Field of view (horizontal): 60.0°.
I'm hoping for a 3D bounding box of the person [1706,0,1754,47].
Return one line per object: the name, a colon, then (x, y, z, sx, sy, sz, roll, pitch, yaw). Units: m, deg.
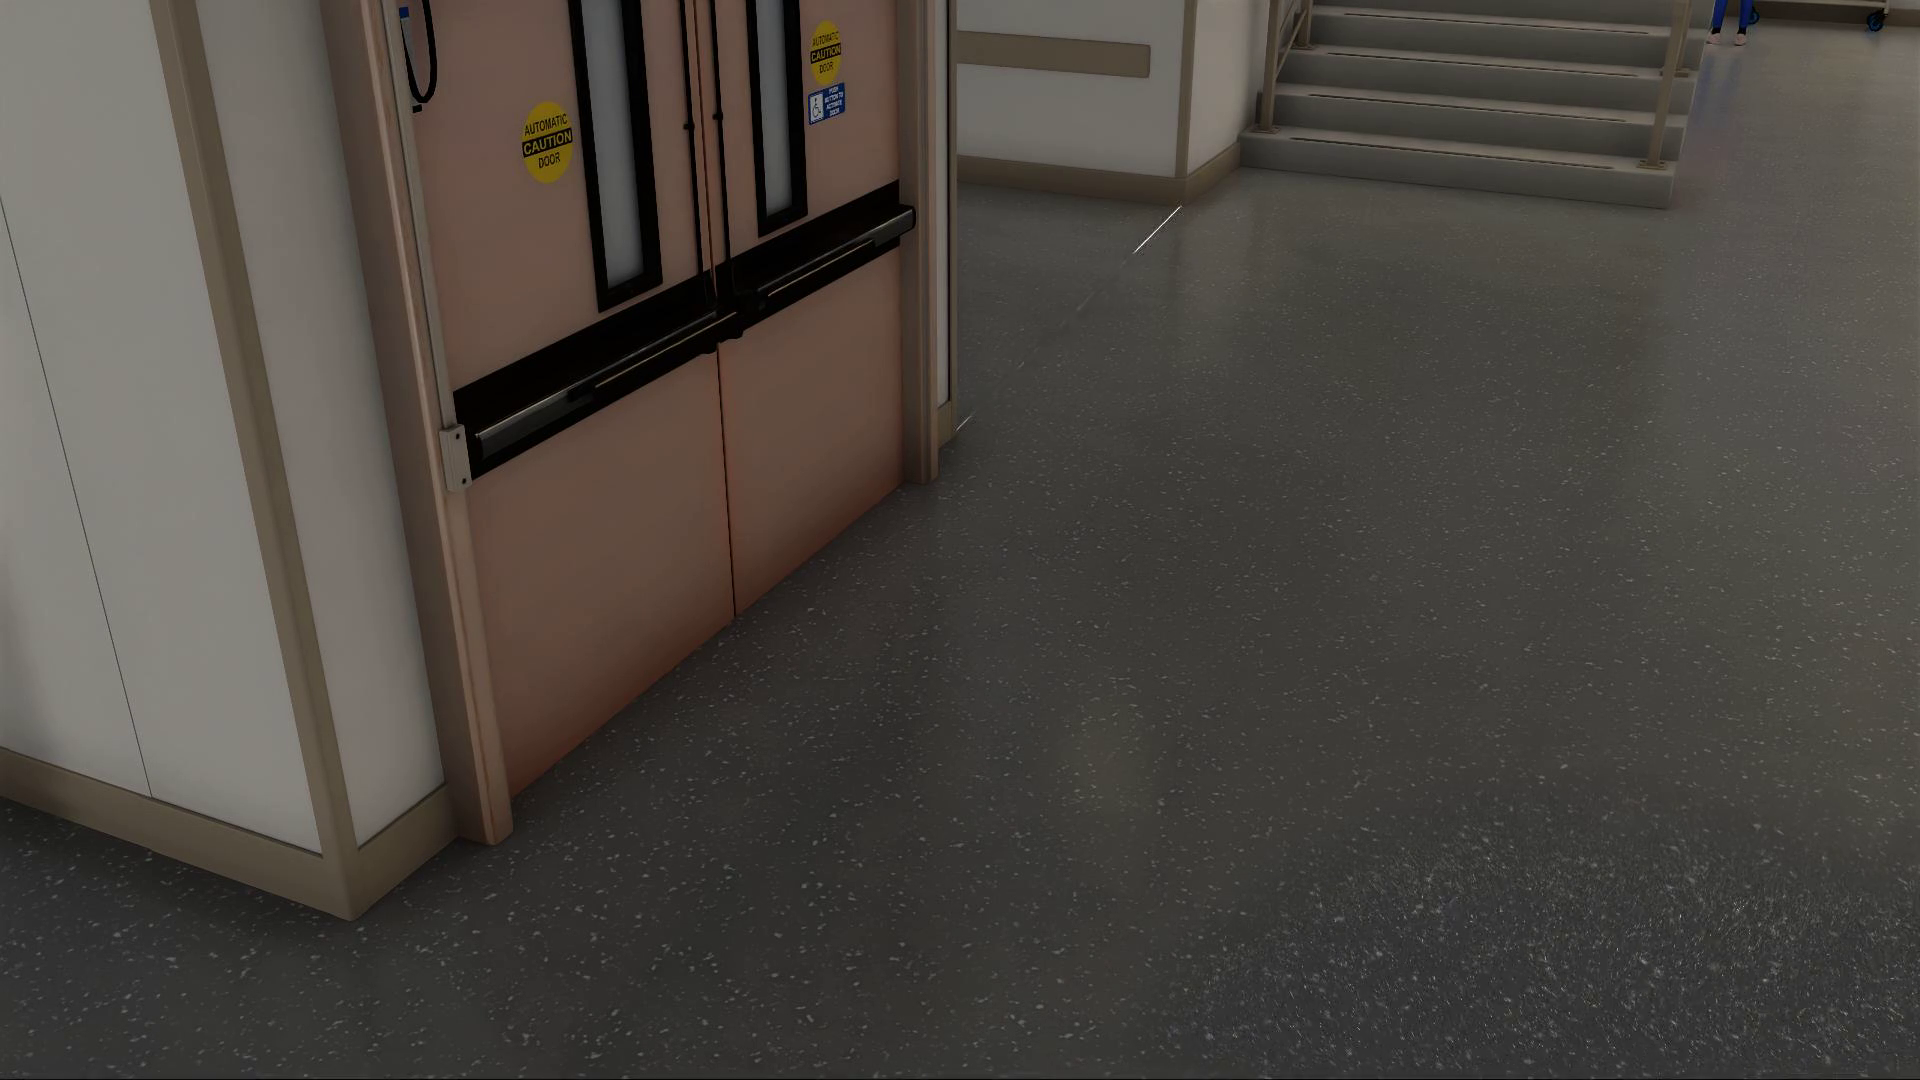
person: (6.881, -5.276, 14.609, 0.692, 1.768, 0.611, 6, 26, 12)
